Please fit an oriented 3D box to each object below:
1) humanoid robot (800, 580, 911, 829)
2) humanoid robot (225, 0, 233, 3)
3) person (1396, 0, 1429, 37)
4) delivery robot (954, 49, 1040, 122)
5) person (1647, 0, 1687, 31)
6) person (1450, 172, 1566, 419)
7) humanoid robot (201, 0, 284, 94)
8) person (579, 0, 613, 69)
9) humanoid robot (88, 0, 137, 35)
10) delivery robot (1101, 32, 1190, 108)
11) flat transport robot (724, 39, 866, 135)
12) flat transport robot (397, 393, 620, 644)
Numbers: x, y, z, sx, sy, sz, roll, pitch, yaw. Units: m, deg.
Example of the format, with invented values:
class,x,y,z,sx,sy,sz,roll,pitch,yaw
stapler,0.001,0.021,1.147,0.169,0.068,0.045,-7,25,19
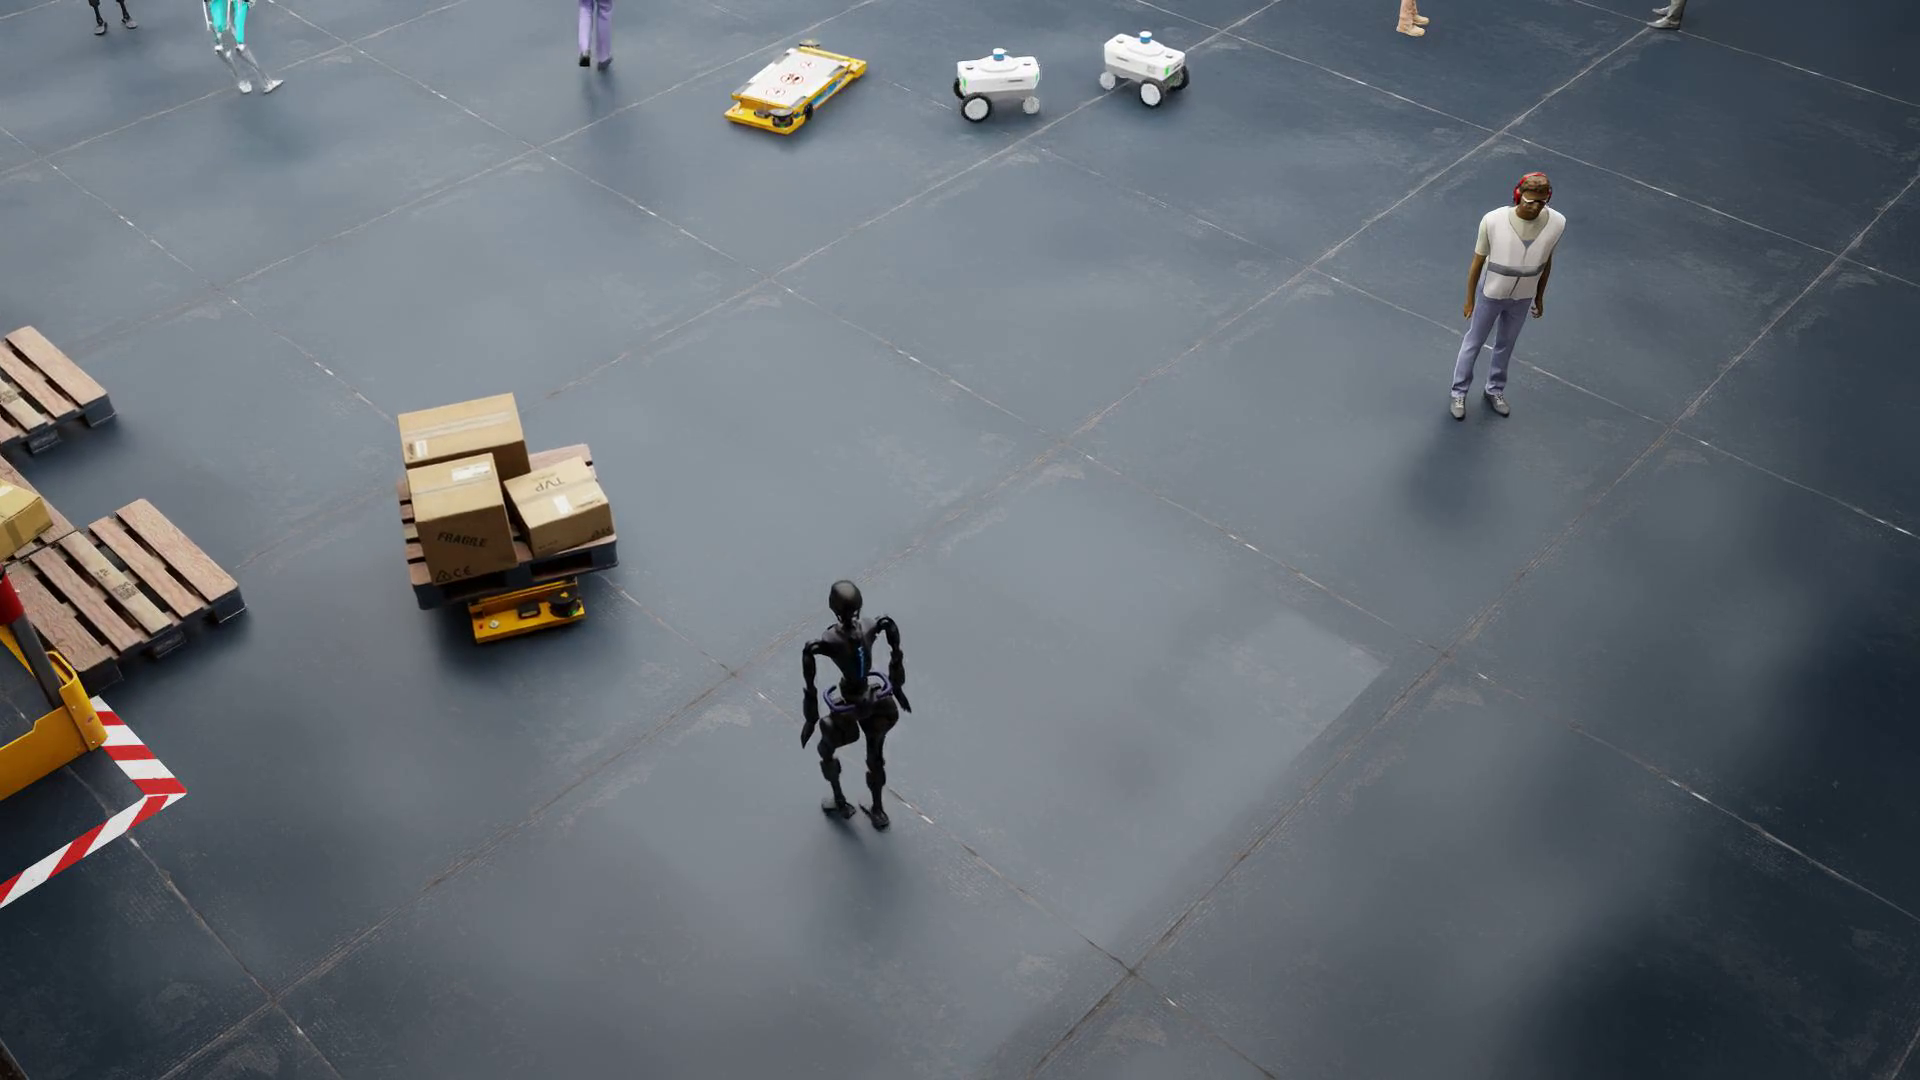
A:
class,x,y,z,sx,sy,sz,roll,pitch,yaw
humanoid robot,-0.534,0.855,8.524,0.612,1.643,0.369,-20,46,-21
humanoid robot,-7.307,-6.015,16.129,0.539,1.766,0.906,-33,52,-31
person,4.428,-5.669,15.723,0.301,1.743,0.493,15,44,17
delivery robot,0.337,-4.096,14.847,0.750,0.570,0.499,-6,42,-7
person,6.961,-5.747,15.741,0.390,1.837,0.562,20,46,21
person,3.664,-1.652,11.183,0.563,1.846,0.391,-4,42,-4
humanoid robot,-6.562,-4.805,14.779,0.546,1.772,0.797,-4,42,-4
person,-3.305,-5.124,15.066,0.620,1.806,0.446,2,42,2
humanoid robot,-8.228,-5.636,15.727,0.599,1.657,0.315,-17,45,-18
delivery robot,1.682,-4.308,15.099,0.774,0.592,0.499,26,48,26
flat transport robot,-1.483,-4.125,15.111,0.659,0.231,1.431,19,45,20
flat transport robot,-2.813,0.050,10.471,0.659,0.231,1.431,-13,44,-14
